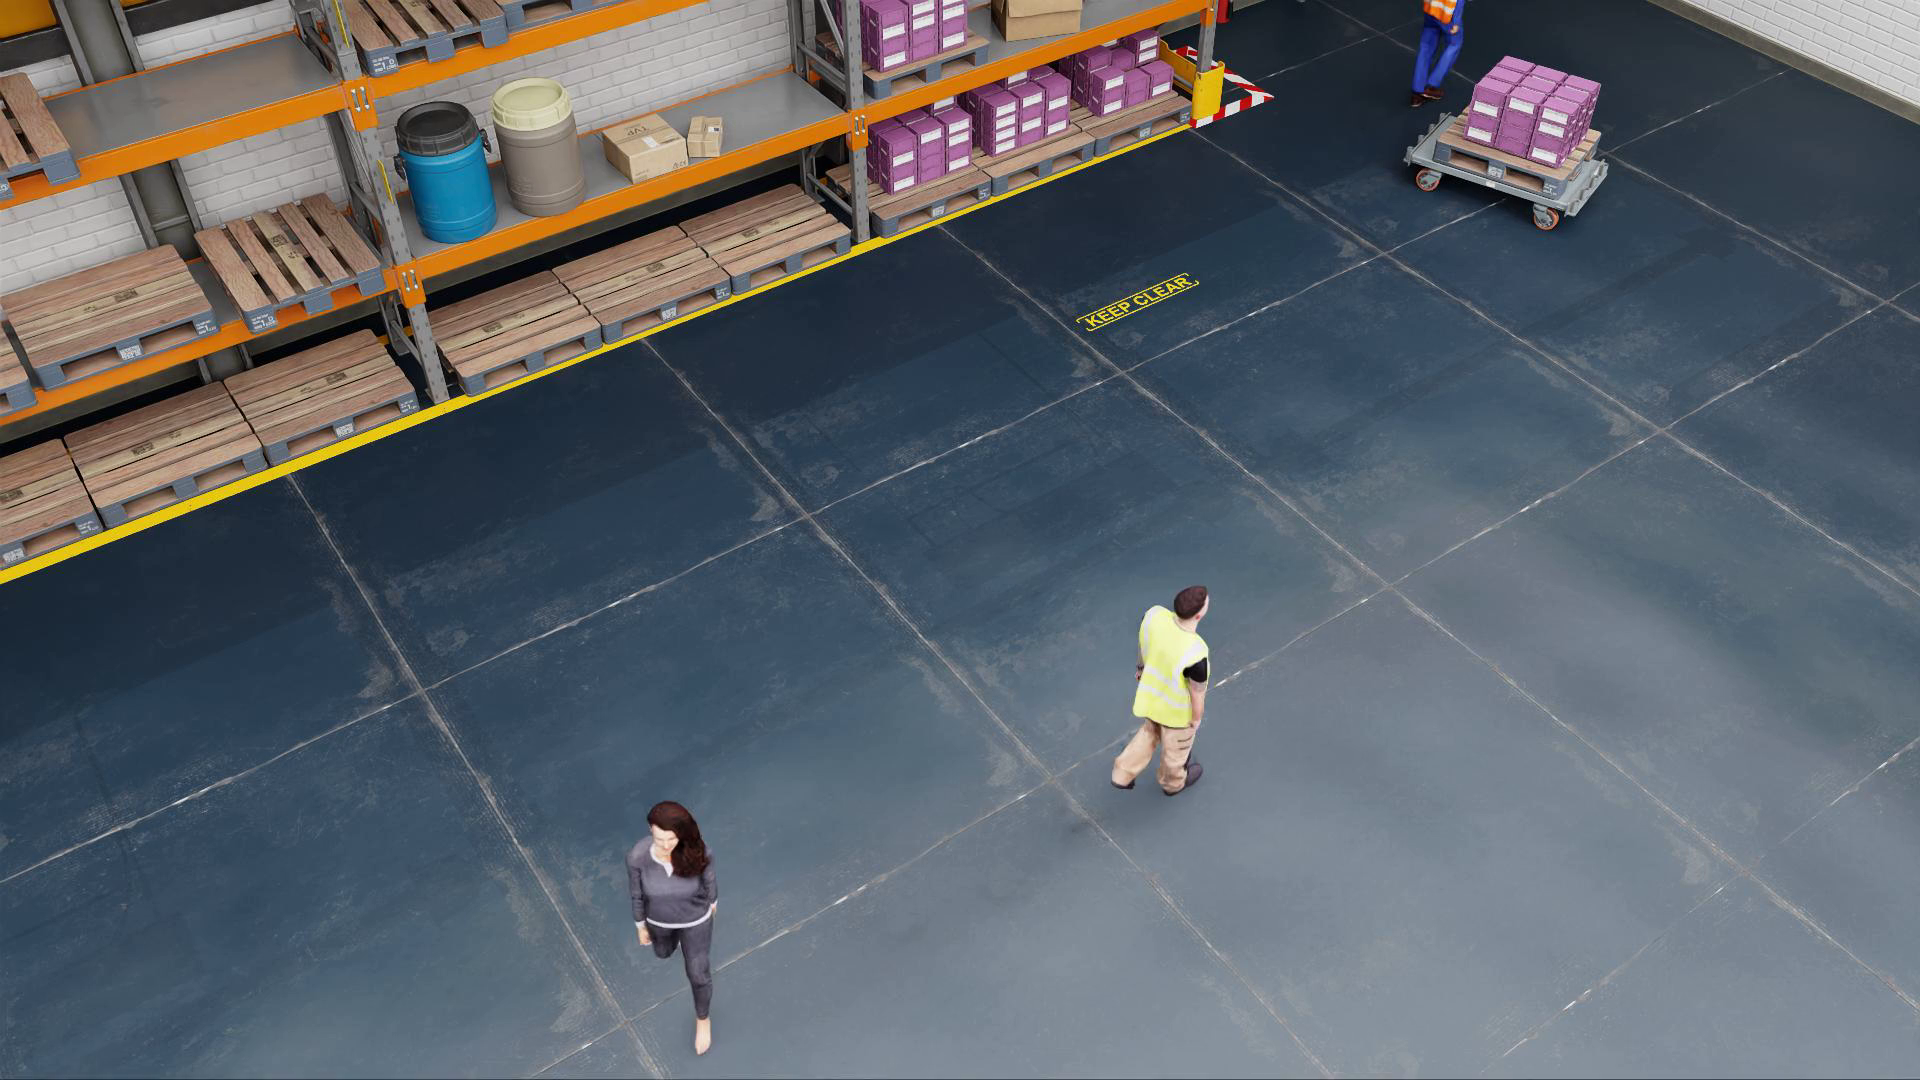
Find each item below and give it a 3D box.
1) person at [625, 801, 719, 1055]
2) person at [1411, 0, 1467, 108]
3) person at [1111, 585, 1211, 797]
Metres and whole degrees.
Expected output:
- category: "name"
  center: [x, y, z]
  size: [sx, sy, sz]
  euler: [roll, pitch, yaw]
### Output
- category: "person"
  center: [-1.518, 1.922, 8.858]
  size: [1.097, 1.746, 1.025]
  euler: [-3, 44, -3]
- category: "person"
  center: [4.604, -5.054, 16.110]
  size: [0.699, 1.843, 0.717]
  euler: [-28, 50, -26]
- category: "person"
  center: [1.202, 0.948, 9.816]
  size: [0.860, 1.834, 0.699]
  euler: [-27, 50, -25]
